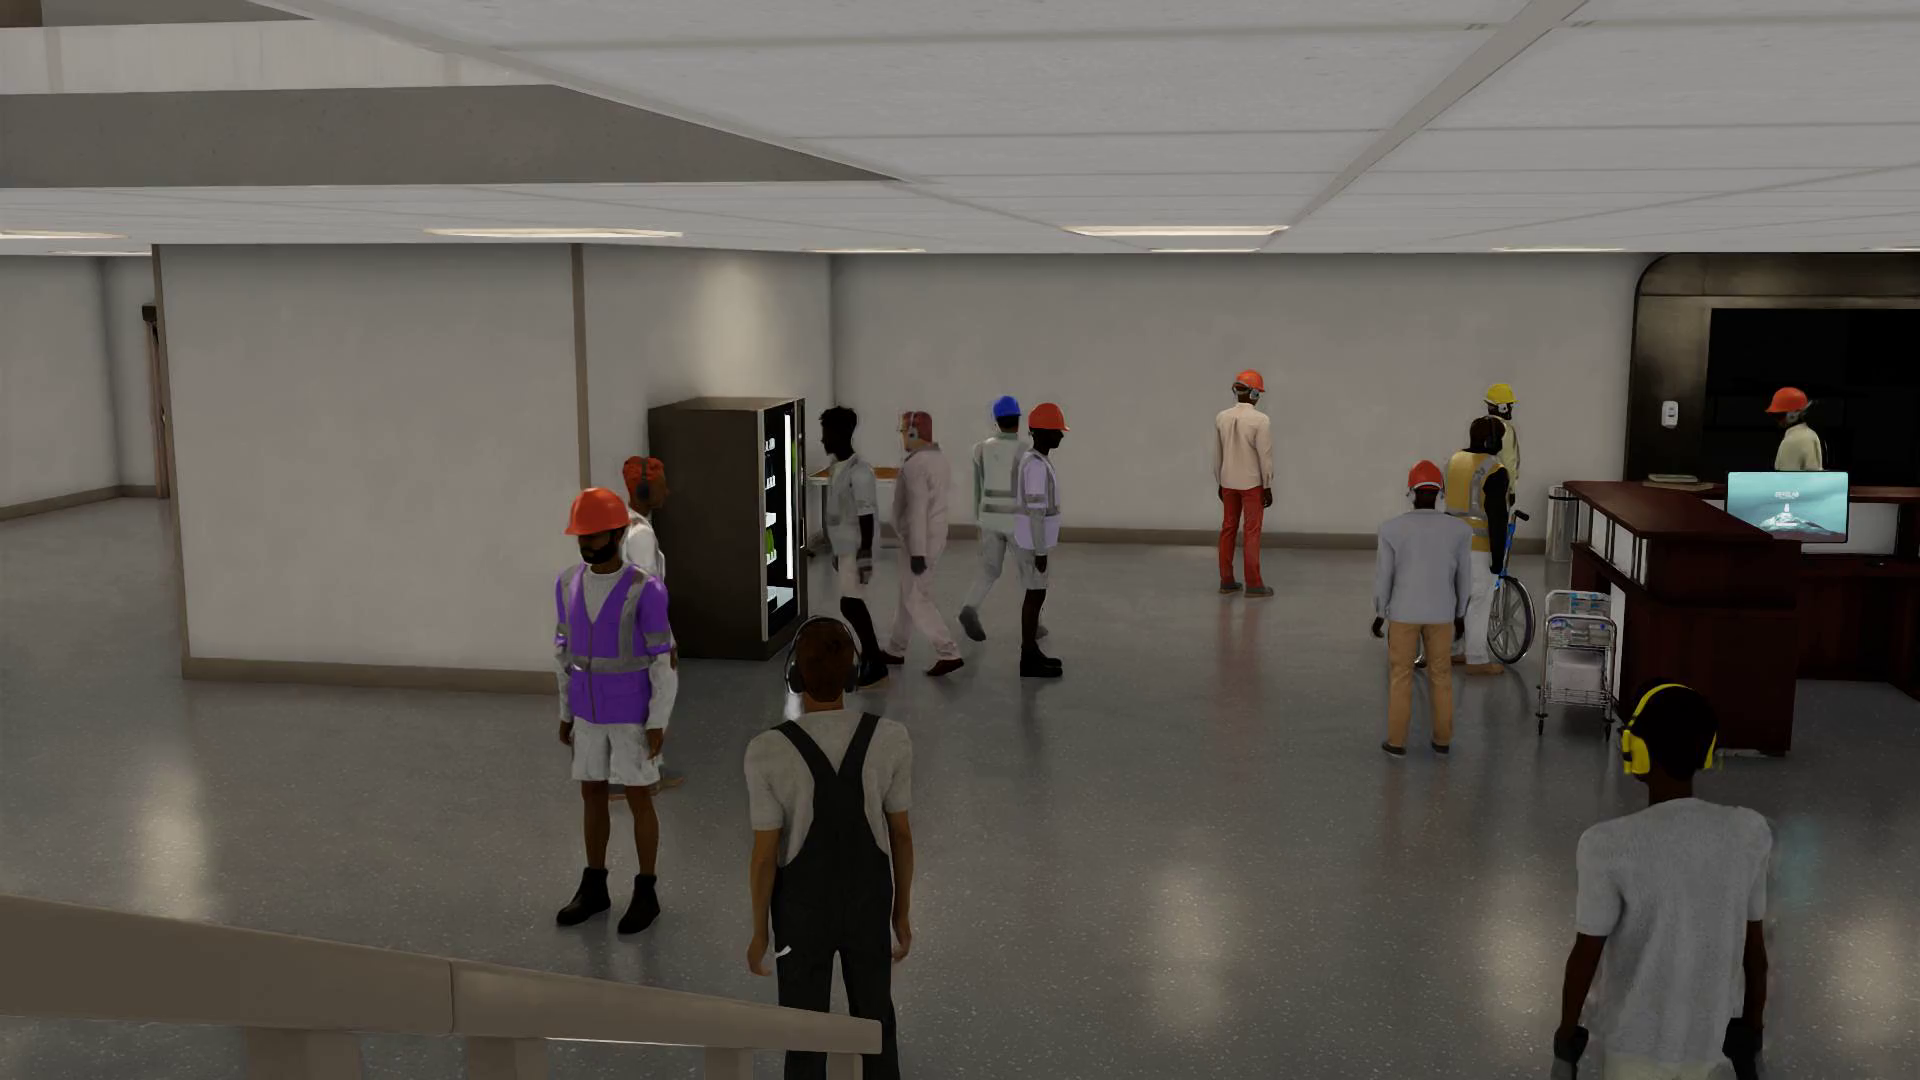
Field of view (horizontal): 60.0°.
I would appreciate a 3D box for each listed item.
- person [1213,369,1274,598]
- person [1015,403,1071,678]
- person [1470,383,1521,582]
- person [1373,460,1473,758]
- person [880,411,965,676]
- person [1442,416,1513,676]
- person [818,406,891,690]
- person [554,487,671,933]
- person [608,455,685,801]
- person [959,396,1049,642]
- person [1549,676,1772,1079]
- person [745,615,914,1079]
[{"bbox_3d":[2.492,-0.492,14.533,0.390,1.990,0.610,-8,12,-41],"label":"person"},{"bbox_3d":[0.578,0.001,11.691,0.381,1.931,0.545,0,9,3],"label":"person"},{"bbox_3d":[4.860,-0.504,15.088,0.403,1.834,0.589,-3,10,-16],"label":"person"},{"bbox_3d":[2.692,0.404,9.737,0.571,1.748,0.343,0,9,-2],"label":"person"},{"bbox_3d":[-0.341,0.021,11.802,0.856,1.860,0.694,3,10,19],"label":"person"},{"bbox_3d":[3.655,0.040,11.749,0.429,1.835,0.630,-3,10,-20],"label":"person"},{"bbox_3d":[-0.736,0.054,11.362,0.468,1.938,0.608,-4,10,-21],"label":"person"},{"bbox_3d":[-1.510,0.730,7.156,0.547,1.938,0.379,4,10,21],"label":"person"},{"bbox_3d":[-1.664,0.478,8.914,0.612,1.864,0.613,-3,10,-19],"label":"person"},{"bbox_3d":[0.319,-0.139,12.659,0.618,1.912,0.812,6,11,31],"label":"person"},{"bbox_3d":[1.740,1.256,4.162,0.556,1.856,0.402,-2,9,-10],"label":"person"},{"bbox_3d":[-0.385,1.132,4.954,0.507,1.847,0.344,-3,10,-17],"label":"person"}]
